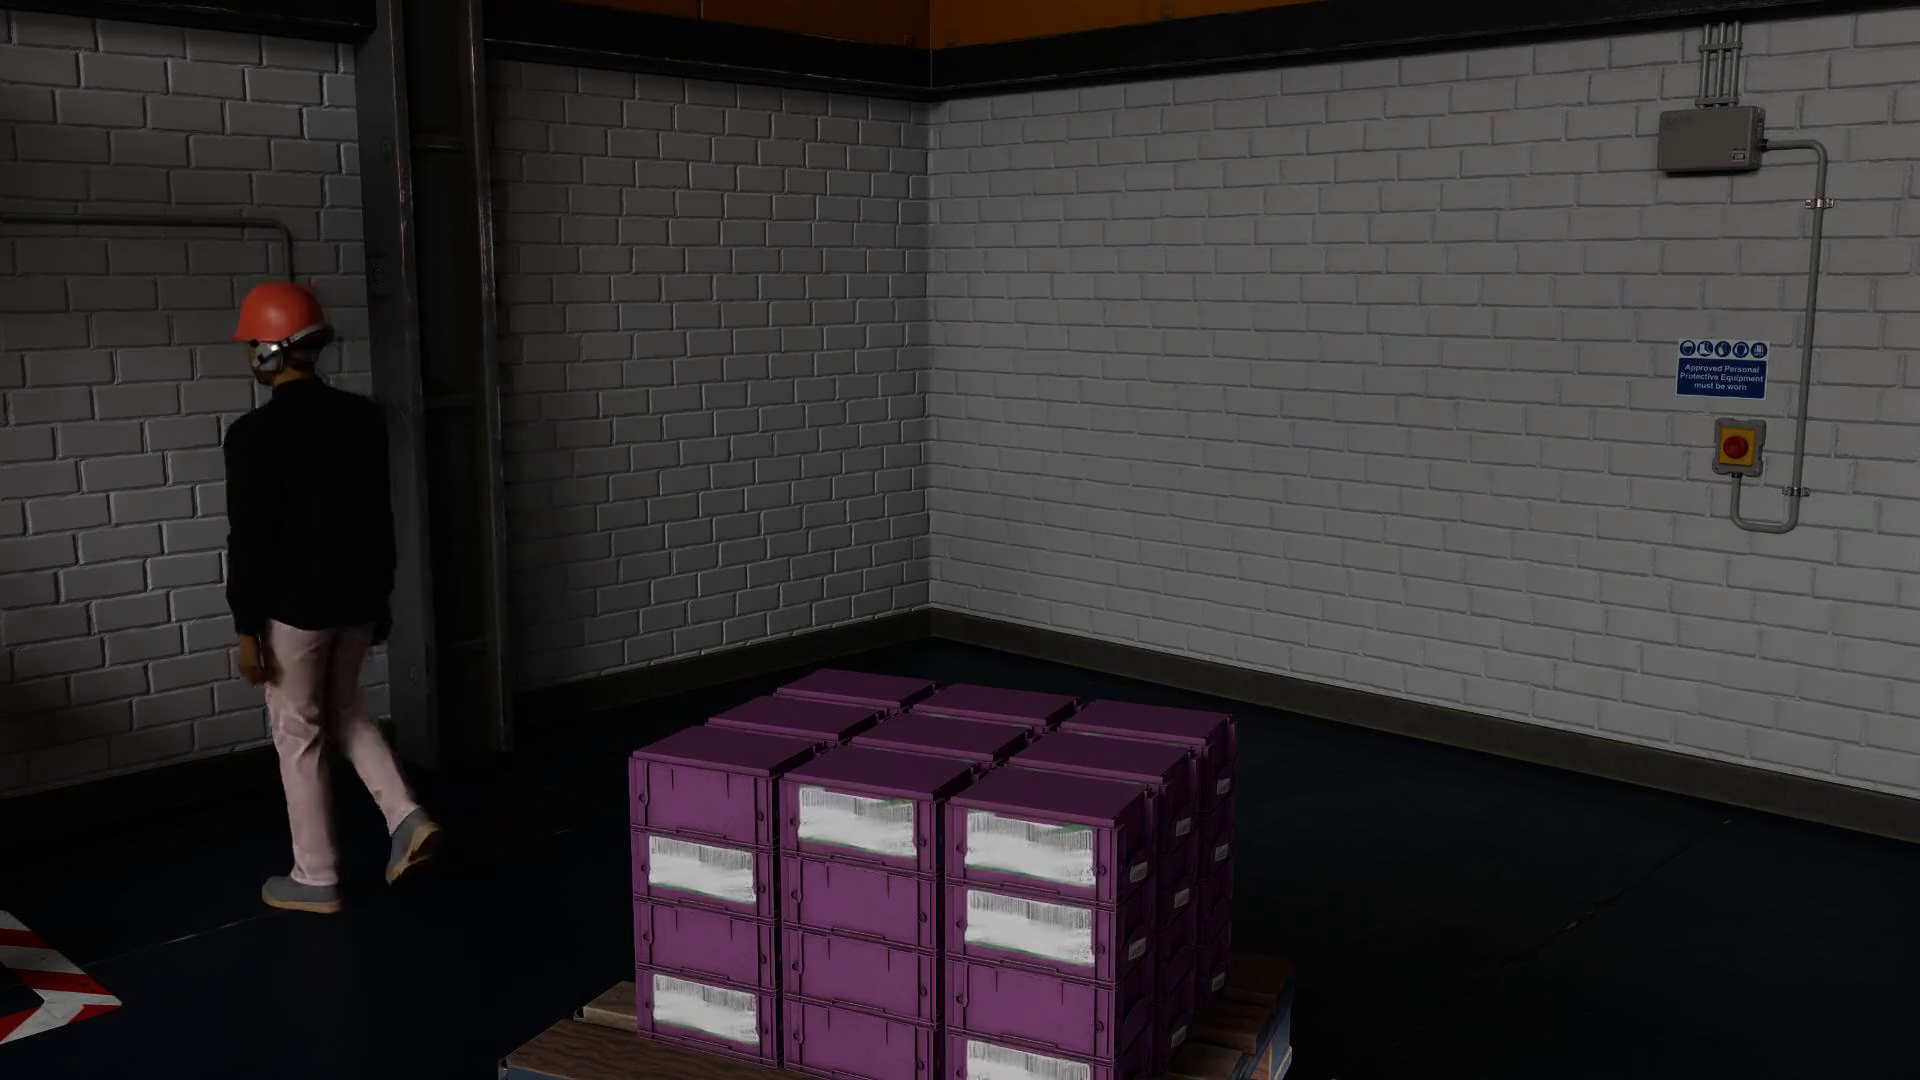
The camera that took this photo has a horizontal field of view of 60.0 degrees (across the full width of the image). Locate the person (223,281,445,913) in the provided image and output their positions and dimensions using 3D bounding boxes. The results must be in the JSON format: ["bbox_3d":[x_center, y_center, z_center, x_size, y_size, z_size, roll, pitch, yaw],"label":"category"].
[{"bbox_3d":[-1.974,0.198,5.162,0.522,1.981,0.633,4,10,24],"label":"person"}]
